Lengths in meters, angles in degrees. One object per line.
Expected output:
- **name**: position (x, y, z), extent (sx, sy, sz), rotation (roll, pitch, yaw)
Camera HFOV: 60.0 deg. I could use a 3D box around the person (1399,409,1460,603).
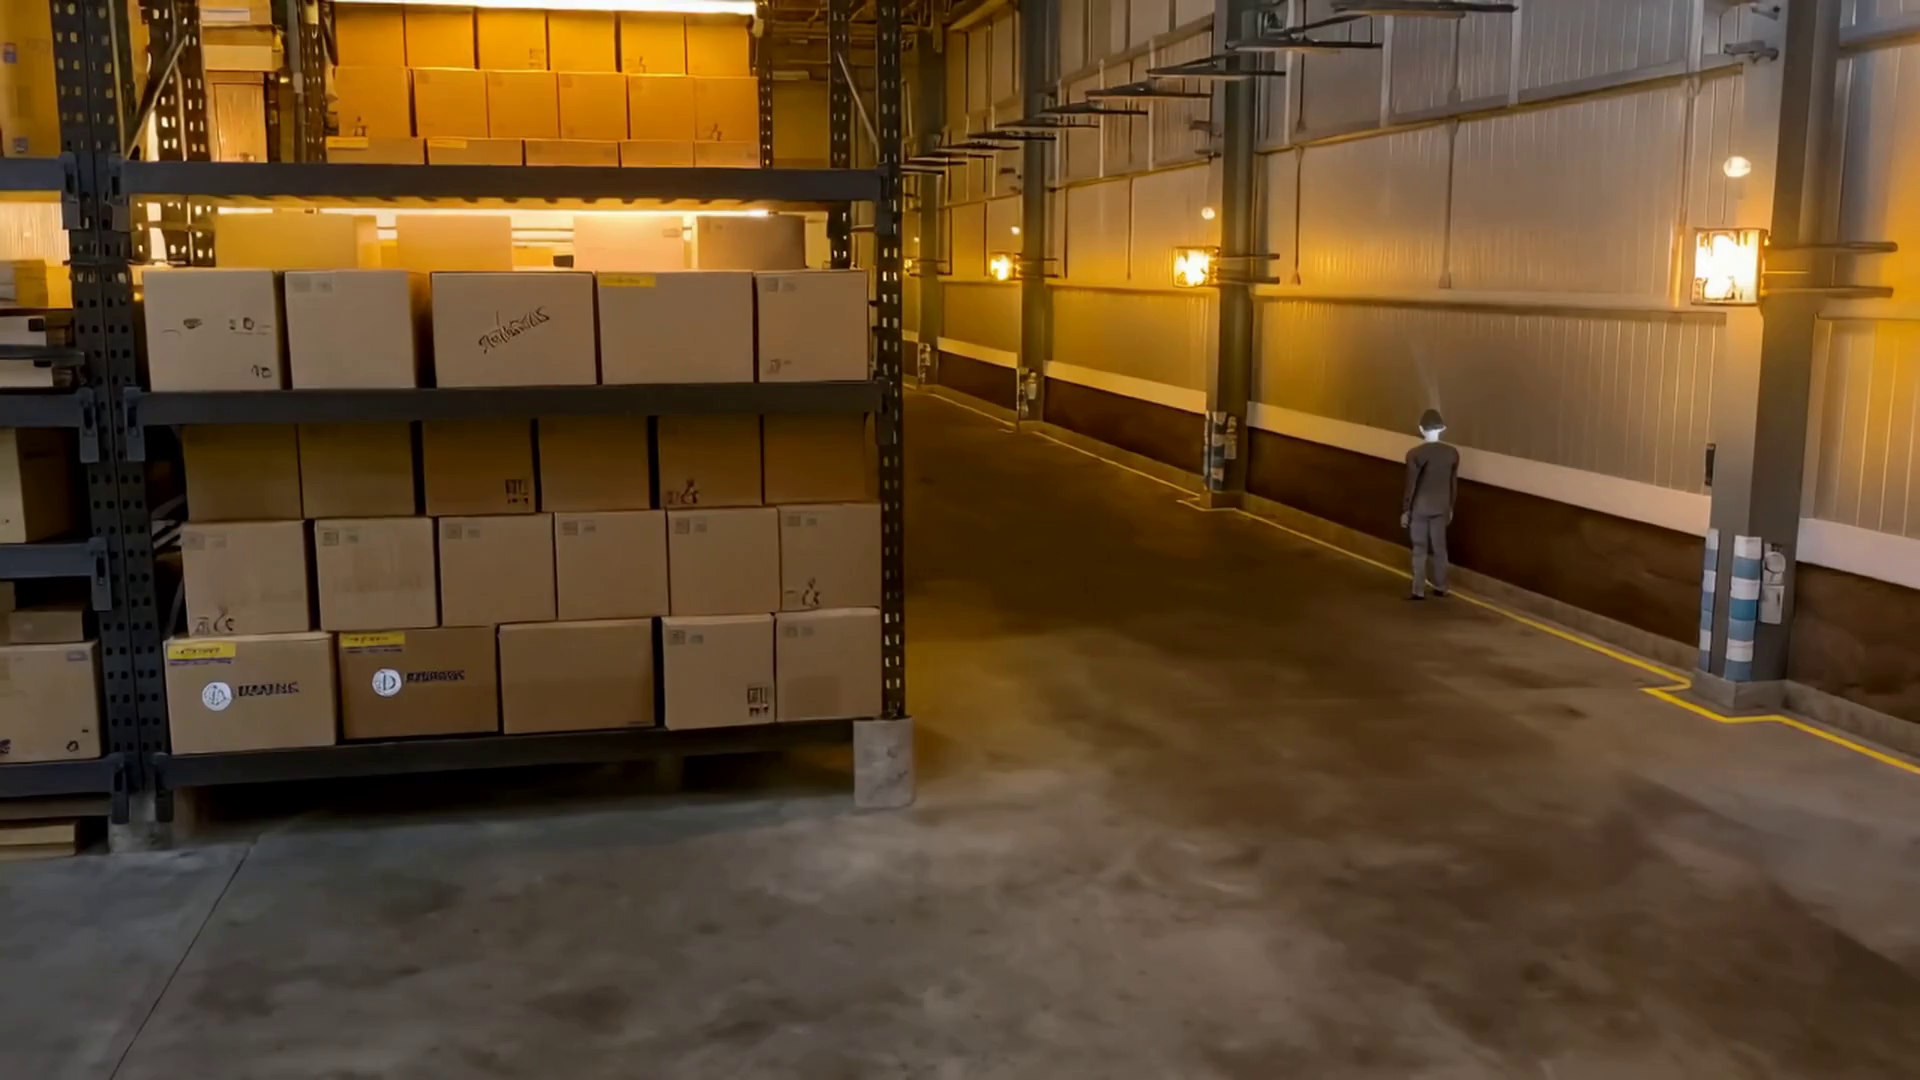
- **person**: position (4.242, -0.306, 15.109), extent (0.575, 1.748, 0.344), rotation (-4, 10, -24)
